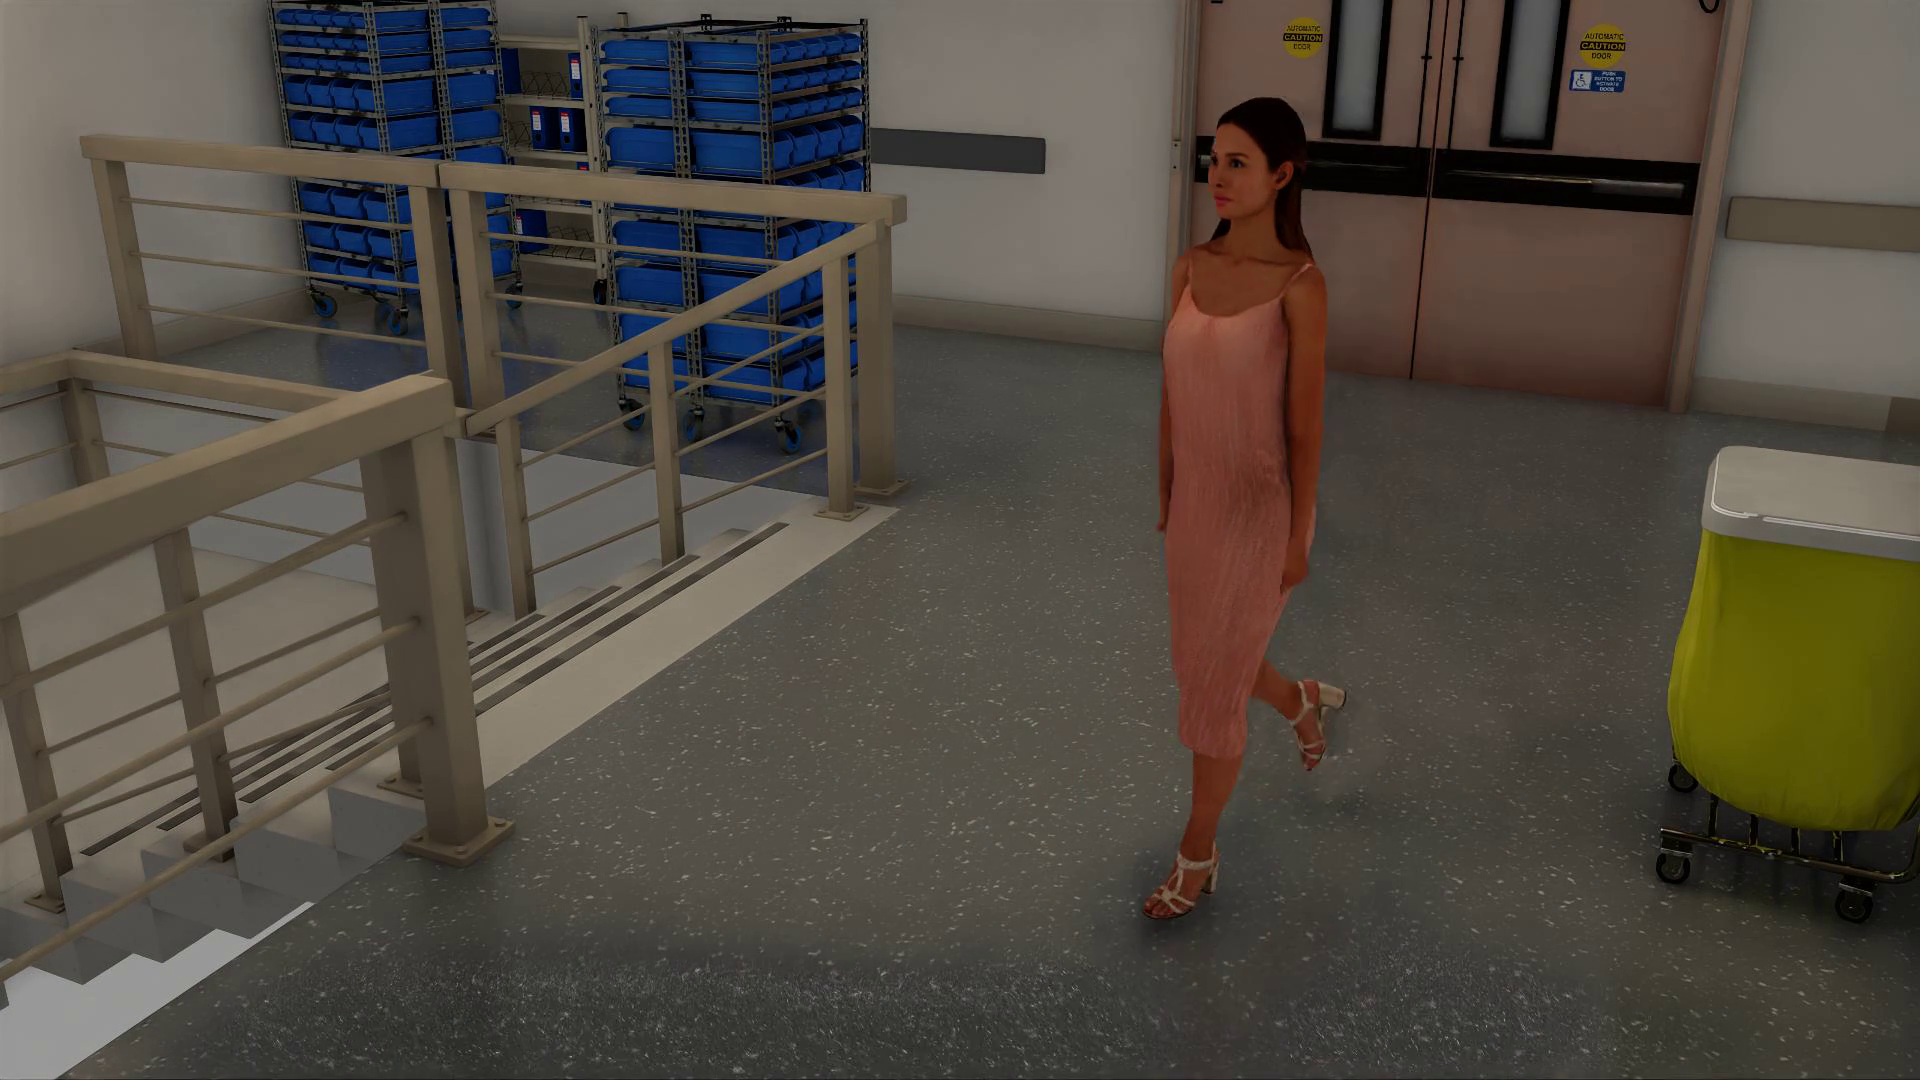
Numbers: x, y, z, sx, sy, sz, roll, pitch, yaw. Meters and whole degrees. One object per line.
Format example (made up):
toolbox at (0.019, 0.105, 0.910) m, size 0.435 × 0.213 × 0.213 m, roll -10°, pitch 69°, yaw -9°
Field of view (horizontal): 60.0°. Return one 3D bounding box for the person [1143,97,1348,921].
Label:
person at (0.677, -0.048, 3.720) m, size 0.910 × 1.817 × 1.009 m, roll -17°, pitch 26°, yaw -37°
